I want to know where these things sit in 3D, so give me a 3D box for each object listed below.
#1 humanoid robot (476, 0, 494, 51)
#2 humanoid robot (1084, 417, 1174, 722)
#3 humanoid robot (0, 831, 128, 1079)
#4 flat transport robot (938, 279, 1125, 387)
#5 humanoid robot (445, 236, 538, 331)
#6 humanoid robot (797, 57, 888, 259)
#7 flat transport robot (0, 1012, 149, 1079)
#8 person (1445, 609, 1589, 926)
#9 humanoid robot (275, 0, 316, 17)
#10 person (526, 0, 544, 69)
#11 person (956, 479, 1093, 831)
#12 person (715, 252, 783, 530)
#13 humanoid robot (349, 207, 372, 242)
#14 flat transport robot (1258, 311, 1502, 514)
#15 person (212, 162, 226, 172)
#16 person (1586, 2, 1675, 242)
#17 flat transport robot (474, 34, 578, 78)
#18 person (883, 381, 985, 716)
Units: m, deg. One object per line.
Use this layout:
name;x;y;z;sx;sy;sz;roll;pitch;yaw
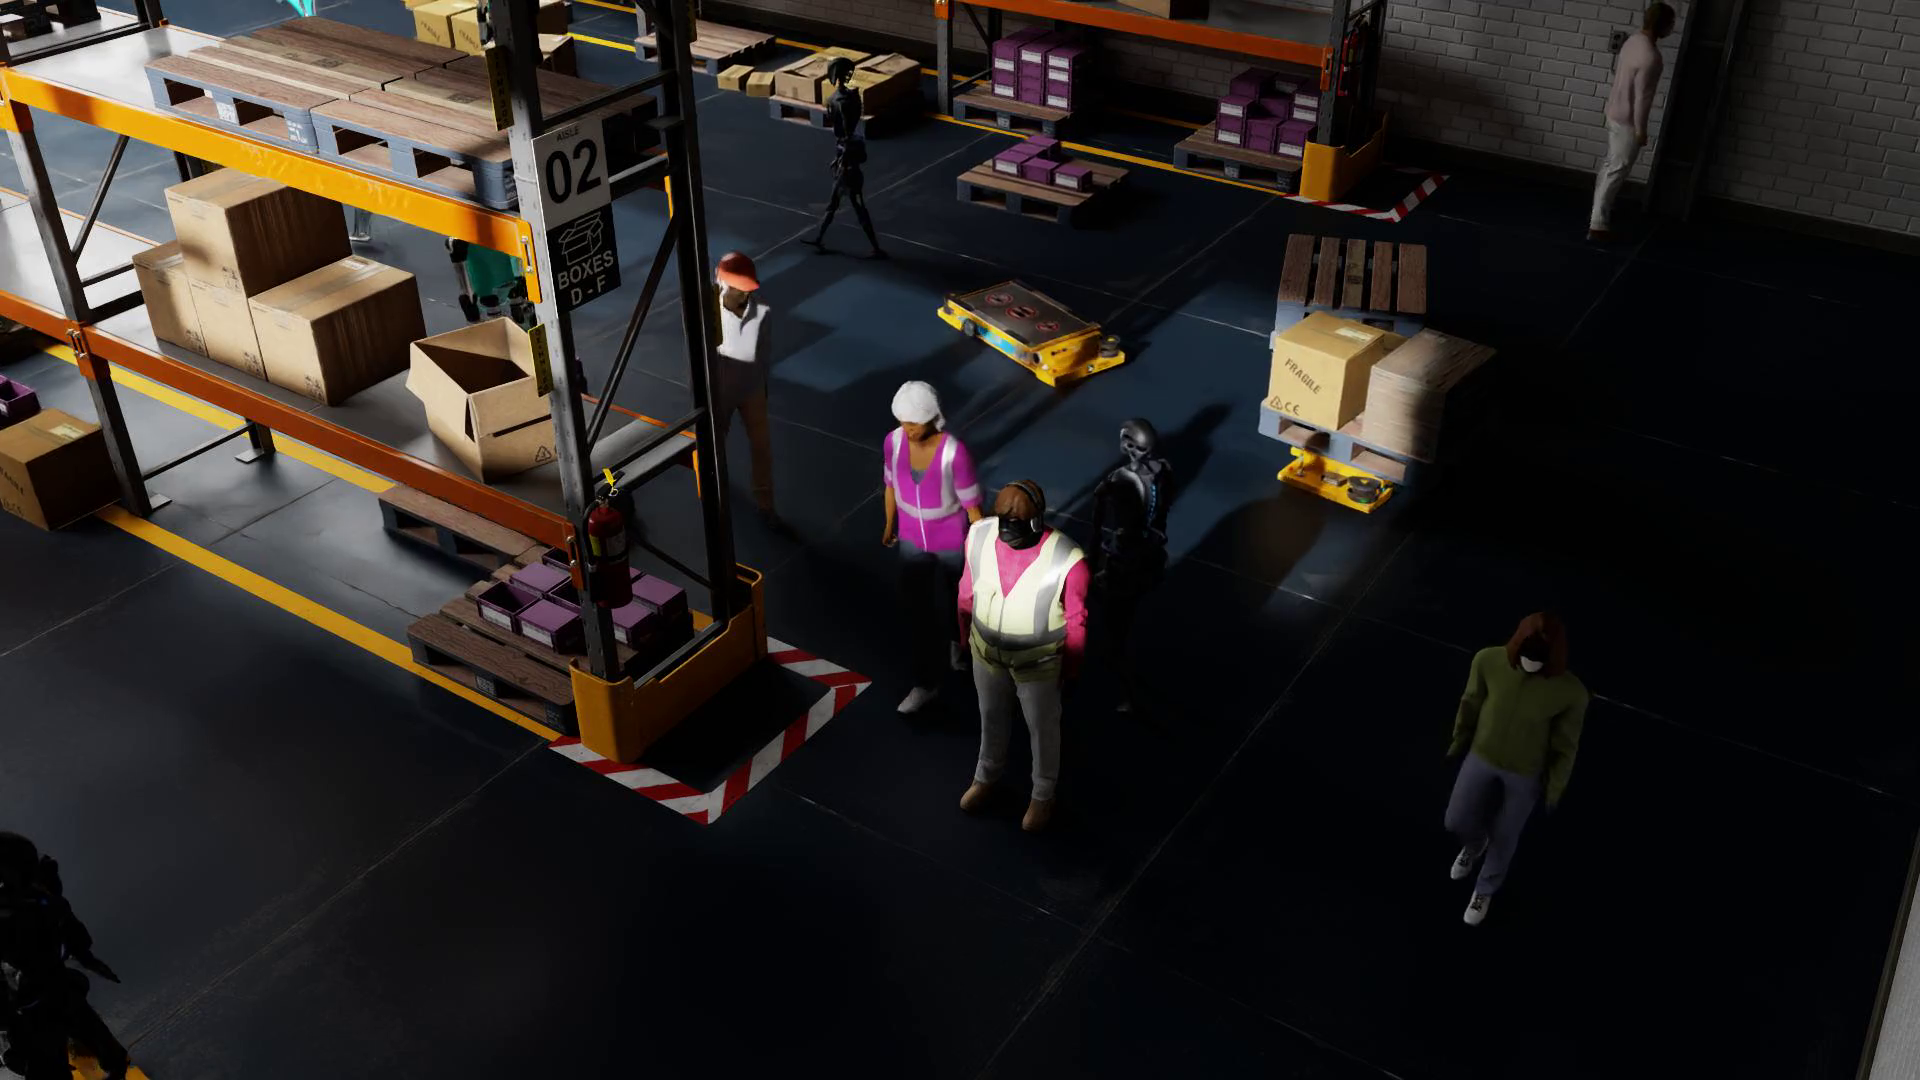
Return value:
humanoid robot;-4.533;-4.985;16.233;0.564;1.766;0.995;-21;38;-29
humanoid robot;0.804;0.113;8.437;0.602;1.645;0.683;-23;39;-31
humanoid robot;-3.298;1.676;6.003;0.376;1.640;0.588;-3;33;-4
flat transport robot;0.509;-1.554;12.261;0.659;0.231;1.431;-21;39;-29
humanoid robot;-2.664;-1.215;10.431;0.940;1.808;0.559;21;39;29
humanoid robot;-0.961;-3.007;13.232;0.734;1.631;0.599;-5;33;-7
flat transport robot;-3.783;2.383;6.211;0.659;0.231;1.431;26;41;34
person;2.335;0.979;7.117;0.525;1.619;0.348;20;38;28
humanoid robot;-6.931;-5.819;17.500;0.558;1.743;1.046;-26;41;-34
person;-3.928;-4.286;14.941;0.450;1.935;0.486;3;33;5
person;0.264;0.529;7.618;0.635;1.841;0.429;16;36;23
person;-1.376;-0.965;10.030;0.557;1.710;0.858;-18;37;-25
humanoid robot;-5.010;-3.138;13.423;0.782;1.855;0.530;18;37;25
flat transport robot;2.728;-0.625;10.834;0.659;0.231;1.431;25;40;33
person;-5.640;-2.804;12.833;0.451;1.734;0.574;9;34;13
person;5.512;-3.449;13.683;0.435;1.926;0.642;3;33;4
flat transport robot;-4.151;-3.826;15.754;1.431;0.231;0.659;6;34;9
person;-0.135;0.018;8.435;0.633;1.796;0.859;10;34;15
